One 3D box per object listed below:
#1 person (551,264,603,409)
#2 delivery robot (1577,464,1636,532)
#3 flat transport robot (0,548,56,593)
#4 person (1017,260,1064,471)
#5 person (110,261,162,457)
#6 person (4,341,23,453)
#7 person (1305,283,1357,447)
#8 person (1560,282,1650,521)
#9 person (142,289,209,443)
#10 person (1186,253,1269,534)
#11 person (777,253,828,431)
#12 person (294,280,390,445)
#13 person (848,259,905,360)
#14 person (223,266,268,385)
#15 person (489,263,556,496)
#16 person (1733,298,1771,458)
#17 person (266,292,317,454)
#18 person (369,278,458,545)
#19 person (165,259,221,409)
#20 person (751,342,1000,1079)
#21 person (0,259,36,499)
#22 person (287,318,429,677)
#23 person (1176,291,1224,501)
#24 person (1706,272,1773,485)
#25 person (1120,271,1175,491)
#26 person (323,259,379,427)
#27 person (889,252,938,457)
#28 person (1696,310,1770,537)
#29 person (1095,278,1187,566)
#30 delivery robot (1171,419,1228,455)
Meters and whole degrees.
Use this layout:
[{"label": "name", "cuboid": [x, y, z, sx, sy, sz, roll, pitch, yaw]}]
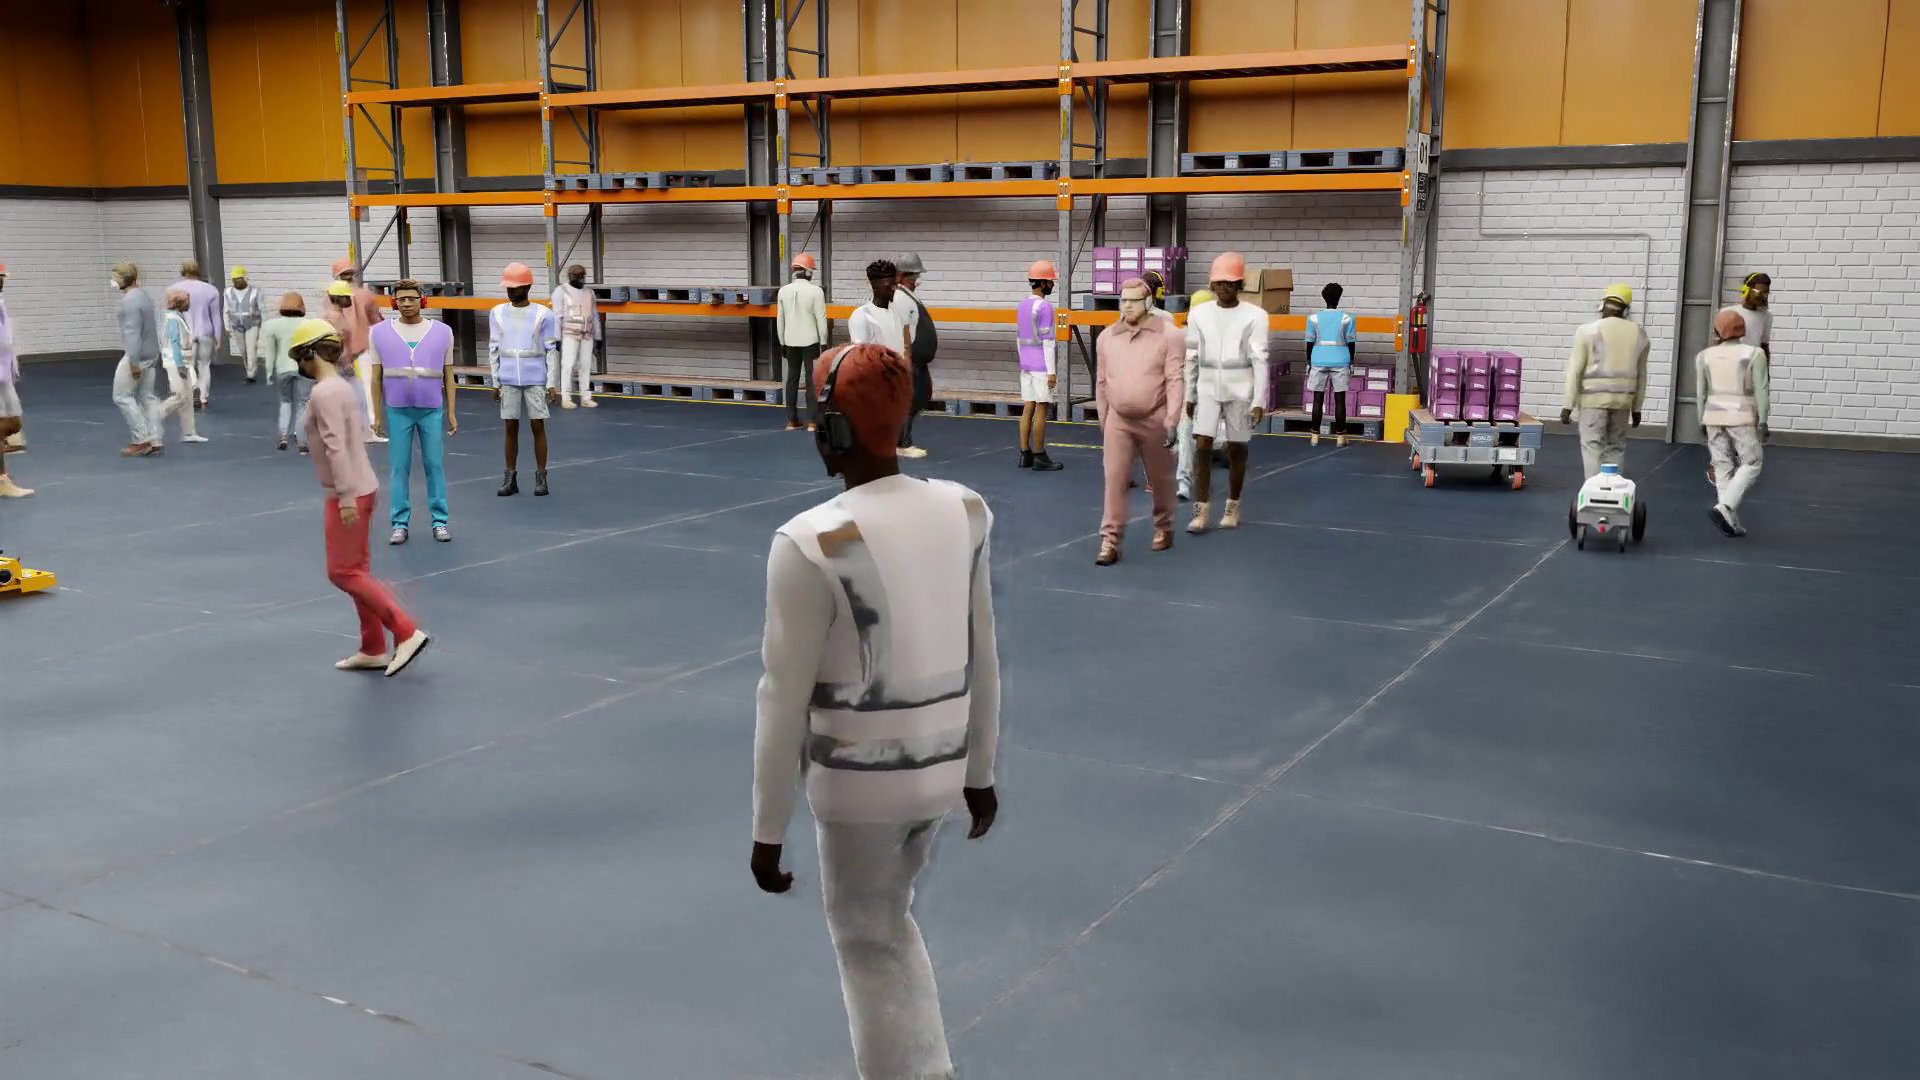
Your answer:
[{"label": "person", "cuboid": [-4.915, -2.610, 21.349, 0.429, 1.840, 0.648, 9, 13, 42]}, {"label": "delivery robot", "cuboid": [4.493, -0.285, 11.547, 0.477, 0.478, 0.707, 5, 11, 24]}, {"label": "flat transport robot", "cuboid": [-6.062, 0.262, 9.518, 0.652, 0.197, 1.431, 6, 12, 29]}, {"label": "person", "cuboid": [0.742, -1.609, 15.396, 0.356, 1.937, 0.552, -5, 11, -26]}, {"label": "person", "cuboid": [-8.138, -1.771, 16.366, 0.489, 1.926, 0.680, -2, 10, -11]}, {"label": "person", "cuboid": [-9.692, -1.661, 16.598, 0.607, 1.606, 0.507, 1, 10, 3]}, {"label": "person", "cuboid": [3.835, -1.809, 17.225, 0.532, 1.693, 0.319, 3, 11, 18]}, {"label": "person", "cuboid": [4.870, -1.031, 12.546, 0.631, 1.803, 0.493, -2, 10, -9]}, {"label": "person", "cuboid": [-8.264, -1.807, 17.399, 0.557, 1.617, 0.525, -2, 10, -14]}, {"label": "person", "cuboid": [1.880, -1.029, 11.908, 0.630, 2.001, 0.893, 4, 11, 22]}, {"label": "person", "cuboid": [-1.753, -2.223, 18.717, 0.623, 1.989, 0.400, 5, 11, 25]}, {"label": "person", "cuboid": [-6.508, -1.841, 17.320, 0.926, 1.723, 0.519, -1, 10, -6]}, {"label": "person", "cuboid": [-0.610, -1.185, 12.915, 0.361, 1.965, 0.613, 6, 12, 31]}, {"label": "person", "cuboid": [-10.779, -3.253, 25.163, 0.632, 1.788, 0.879, -1, 10, -4]}, {"label": "person", "cuboid": [-3.623, -1.322, 13.790, 0.543, 1.932, 0.376, 0, 10, -2]}, {"label": "person", "cuboid": [7.755, -1.607, 16.301, 0.519, 1.616, 0.511, 1, 10, 7]}, {"label": "person", "cuboid": [-6.638, -1.660, 16.601, 0.512, 1.616, 0.395, -2, 10, -10]}, {"label": "person", "cuboid": [-3.810, -0.897, 11.623, 0.569, 1.845, 0.384, -4, 11, -20]}, {"label": "person", "cuboid": [-9.634, -2.577, 20.962, 0.634, 1.915, 0.787, -6, 12, -30]}, {"label": "person", "cuboid": [-0.185, 0.522, 3.512, 0.415, 1.870, 0.611, 9, 13, 42]}, {"label": "person", "cuboid": [-8.005, -1.337, 13.607, 0.652, 2.028, 0.609, 0, 10, -2]}, {"label": "person", "cuboid": [-2.918, -0.202, 8.028, 0.611, 1.719, 0.572, -2, 10, -9]}, {"label": "person", "cuboid": [1.962, -1.177, 13.612, 0.499, 1.695, 0.811, 1, 10, 8]}, {"label": "person", "cuboid": [6.707, -1.370, 14.301, 0.539, 1.845, 0.466, -2, 10, -10]}, {"label": "person", "cuboid": [1.570, -1.339, 14.090, 0.532, 1.867, 0.333, 6, 12, 29]}, {"label": "person", "cuboid": [-6.768, -2.157, 18.537, 0.657, 1.922, 1.076, -8, 13, -39]}, {"label": "person", "cuboid": [-0.486, -1.823, 16.315, 0.537, 2.000, 0.698, 0, 10, 2]}, {"label": "person", "cuboid": [5.431, -0.815, 11.778, 0.434, 1.615, 0.546, -8, 12, -37]}, {"label": "person", "cuboid": [1.191, -0.801, 11.049, 0.636, 1.867, 0.985, 4, 11, 20]}, {"label": "delivery robot", "cuboid": [2.266, -0.996, 15.577, 0.707, 0.478, 0.477, -3, 11, -18]}]
